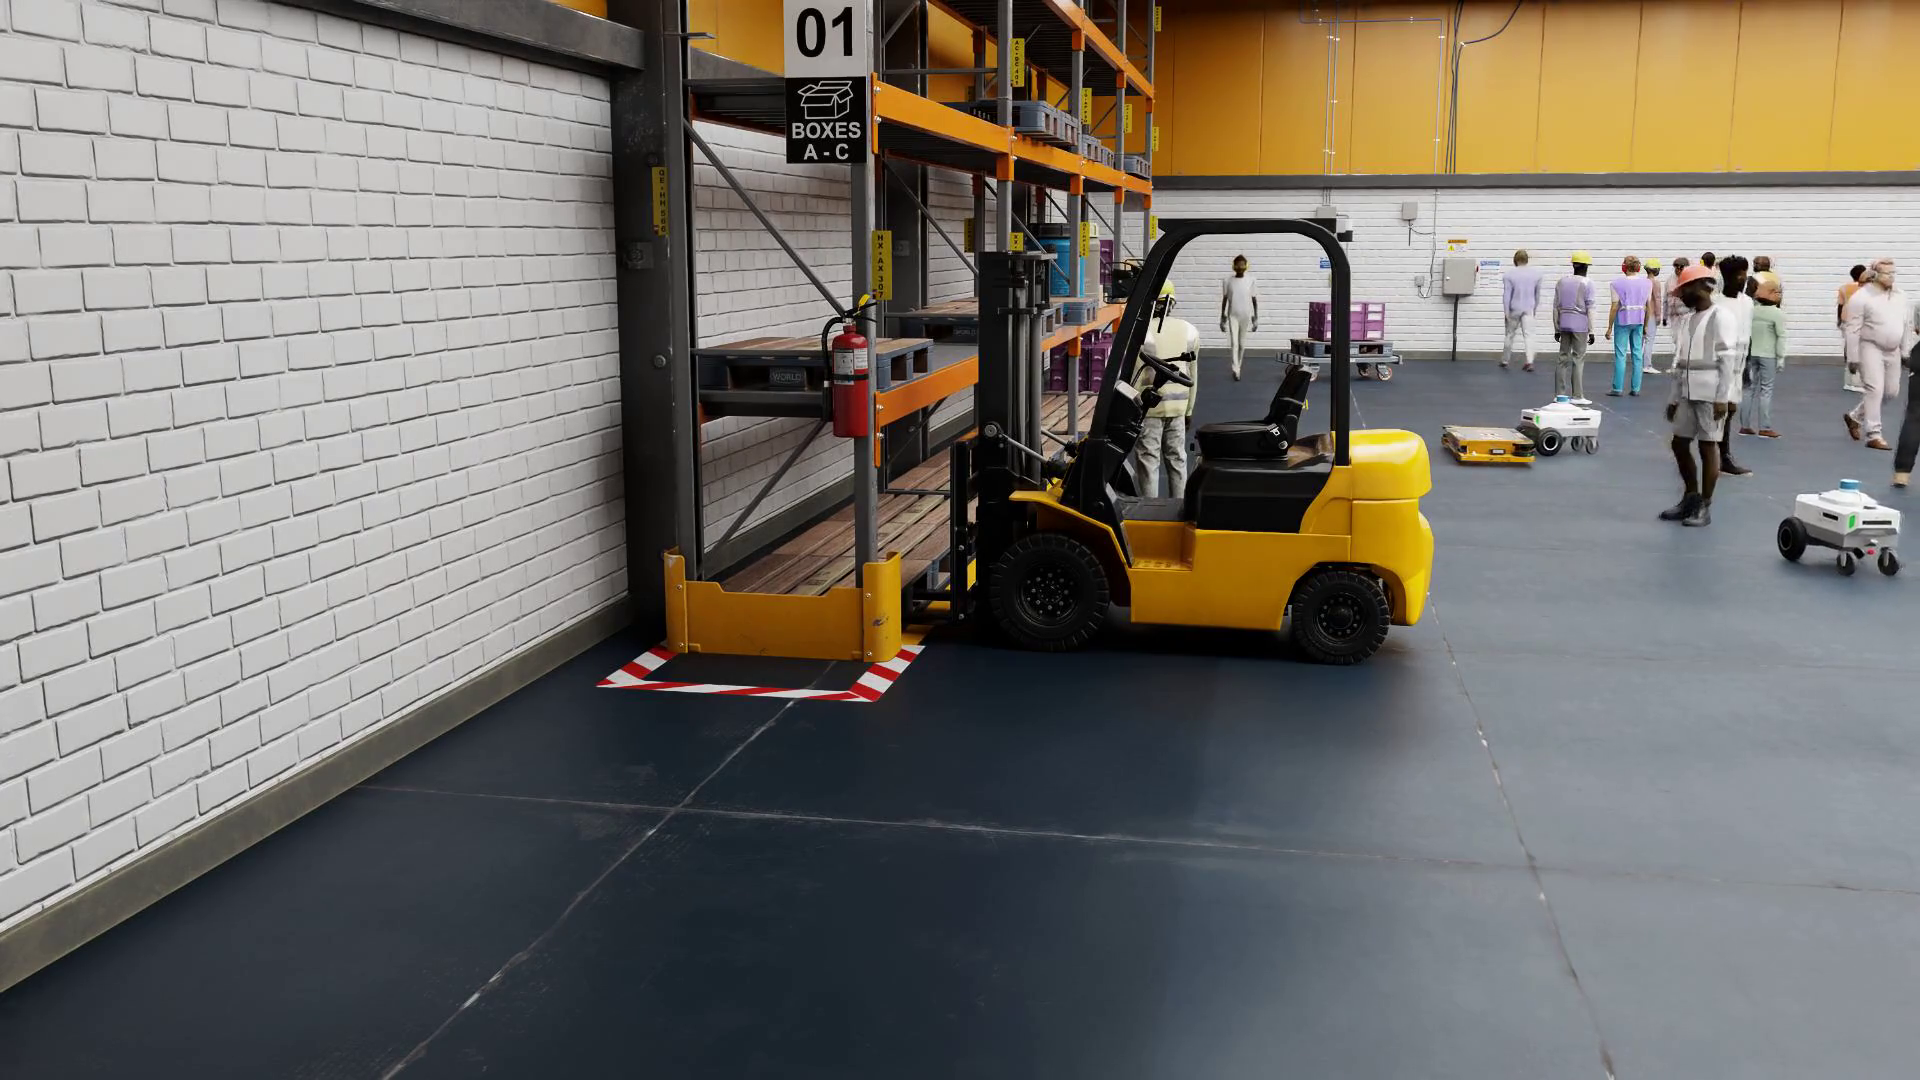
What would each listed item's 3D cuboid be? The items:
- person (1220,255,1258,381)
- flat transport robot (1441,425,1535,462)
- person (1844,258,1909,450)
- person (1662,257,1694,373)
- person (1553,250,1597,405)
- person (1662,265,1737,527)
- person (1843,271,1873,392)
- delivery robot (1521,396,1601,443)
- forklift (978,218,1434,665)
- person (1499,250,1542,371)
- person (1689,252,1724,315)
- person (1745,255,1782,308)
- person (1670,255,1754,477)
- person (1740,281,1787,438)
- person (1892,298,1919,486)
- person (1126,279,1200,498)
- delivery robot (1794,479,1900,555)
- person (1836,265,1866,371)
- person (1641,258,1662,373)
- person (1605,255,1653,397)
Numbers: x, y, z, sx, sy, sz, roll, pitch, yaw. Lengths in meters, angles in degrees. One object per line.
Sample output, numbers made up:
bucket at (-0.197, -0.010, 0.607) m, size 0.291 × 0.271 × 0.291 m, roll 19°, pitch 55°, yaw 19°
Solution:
person at (4.112, -3.270, 24.473) m, size 0.529 × 1.830 × 0.986 m, roll 1°, pitch 10°, yaw 3°
flat transport robot at (5.015, -0.921, 15.850) m, size 0.652 × 0.197 × 1.431 m, roll 2°, pitch 10°, yaw 9°
person at (9.135, -1.864, 16.584) m, size 0.678 × 1.887 × 0.755 m, roll -3°, pitch 11°, yaw -17°
person at (11.226, -3.477, 25.714) m, size 0.818 × 1.802 × 0.637 m, roll -6°, pitch 12°, yaw -31°
person at (7.705, -2.654, 20.811) m, size 0.379 × 1.923 × 0.595 m, roll -6°, pitch 12°, yaw -31°
person at (5.407, -1.033, 12.068) m, size 0.378 × 1.890 × 0.588 m, roll -3°, pitch 11°, yaw -14°
person at (12.193, -2.815, 22.479) m, size 0.310 × 1.638 × 0.522 m, roll 2°, pitch 10°, yaw 8°
delivery robot at (5.816, -1.154, 16.091) m, size 0.707 × 0.478 × 0.477 m, roll -2°, pitch 10°, yaw -10°
forklift at (1.285, -0.567, 8.635) m, size 2.313 × 2.155 × 1.214 m, roll 2°, pitch 11°, yaw 11°
person at (8.806, -3.594, 26.096) m, size 0.639 × 1.894 × 1.011 m, roll 0°, pitch 10°, yaw 1°
person at (11.349, -3.449, 25.345) m, size 0.509 × 1.865 × 0.329 m, roll 1°, pitch 10°, yaw 4°
person at (12.304, -3.443, 25.462) m, size 0.641 × 1.815 × 0.724 m, roll -5°, pitch 12°, yaw -27°
person at (6.722, -1.556, 14.753) m, size 0.617 × 1.944 × 0.828 m, roll -6°, pitch 12°, yaw -30°
person at (8.420, -1.891, 17.434) m, size 0.287 × 1.631 × 0.501 m, roll -5°, pitch 11°, yaw -24°
person at (8.291, -1.450, 13.897) m, size 0.994 × 2.000 × 0.674 m, roll -8°, pitch 13°, yaw -36°
person at (1.356, -0.901, 11.452) m, size 0.586 × 1.835 × 0.403 m, roll -5°, pitch 12°, yaw -27°
delivery robot at (5.610, -0.140, 10.533) m, size 0.477 × 0.478 × 0.707 m, roll 0°, pitch 10°, yaw -1°
person at (13.798, -3.404, 25.630) m, size 0.585 × 1.685 × 0.544 m, roll -8°, pitch 13°, yaw -37°
person at (10.612, -3.449, 25.602) m, size 0.307 × 1.772 × 0.525 m, roll -2°, pitch 11°, yaw -13°
person at (8.758, -2.791, 21.785) m, size 0.564 × 1.843 × 0.388 m, roll -1°, pitch 10°, yaw -5°
